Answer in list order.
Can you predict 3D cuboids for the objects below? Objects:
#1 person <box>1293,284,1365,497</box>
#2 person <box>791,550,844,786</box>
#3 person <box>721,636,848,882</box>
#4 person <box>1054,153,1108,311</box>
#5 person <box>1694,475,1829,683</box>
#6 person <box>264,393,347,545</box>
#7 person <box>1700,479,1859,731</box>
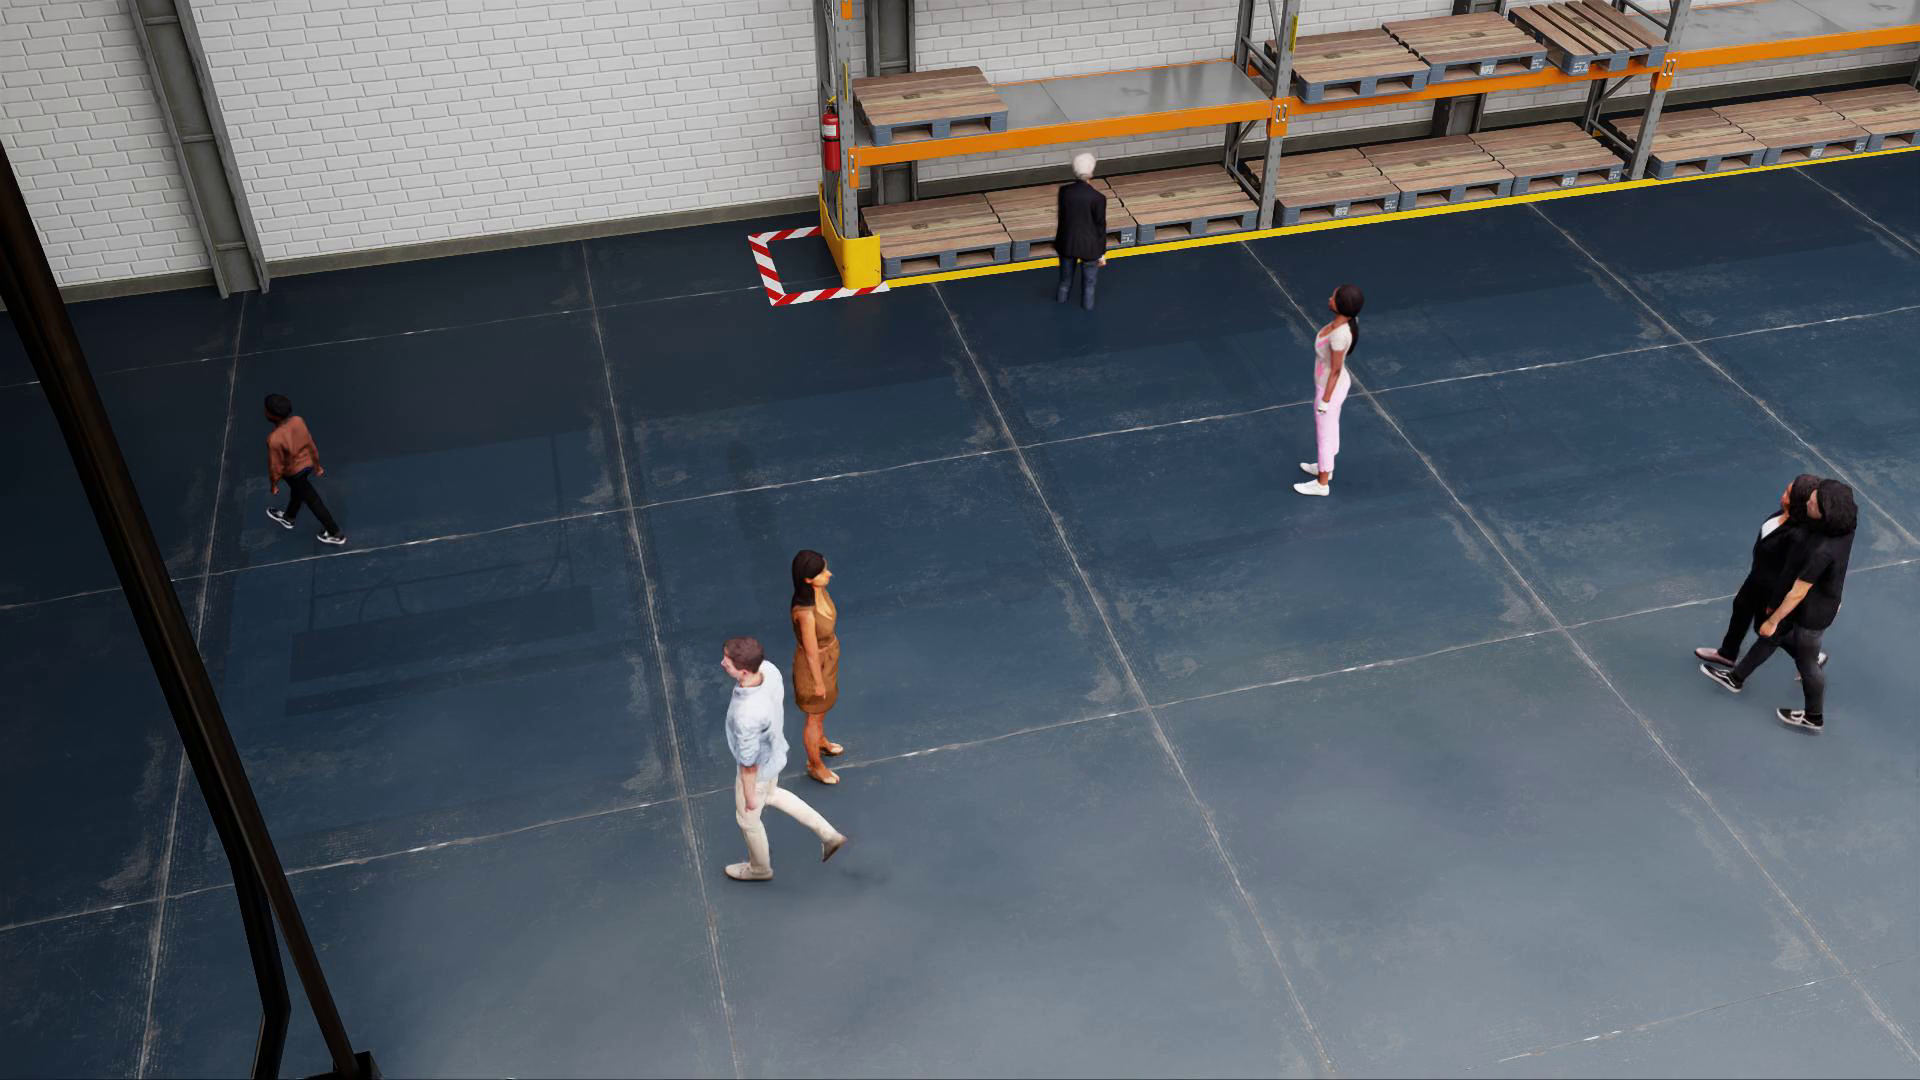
[{"bbox_3d":[2.707,-1.096,12.091,0.691,1.740,0.657,14,41,17],"label":"person"},{"bbox_3d":[-0.849,0.739,9.837,0.603,1.686,0.618,2,39,3],"label":"person"},{"bbox_3d":[-1.007,1.230,9.106,1.056,1.831,0.898,7,39,9],"label":"person"},{"bbox_3d":[1.050,-2.510,14.469,0.820,1.782,0.788,20,43,23],"label":"person"},{"bbox_3d":[5.238,0.281,10.485,1.090,1.594,0.940,10,40,13],"label":"person"},{"bbox_3d":[-4.617,-0.465,11.717,0.958,1.221,0.813,11,40,14],"label":"person"},{"bbox_3d":[5.272,0.442,10.124,1.091,1.793,1.062,24,44,27],"label":"person"}]
